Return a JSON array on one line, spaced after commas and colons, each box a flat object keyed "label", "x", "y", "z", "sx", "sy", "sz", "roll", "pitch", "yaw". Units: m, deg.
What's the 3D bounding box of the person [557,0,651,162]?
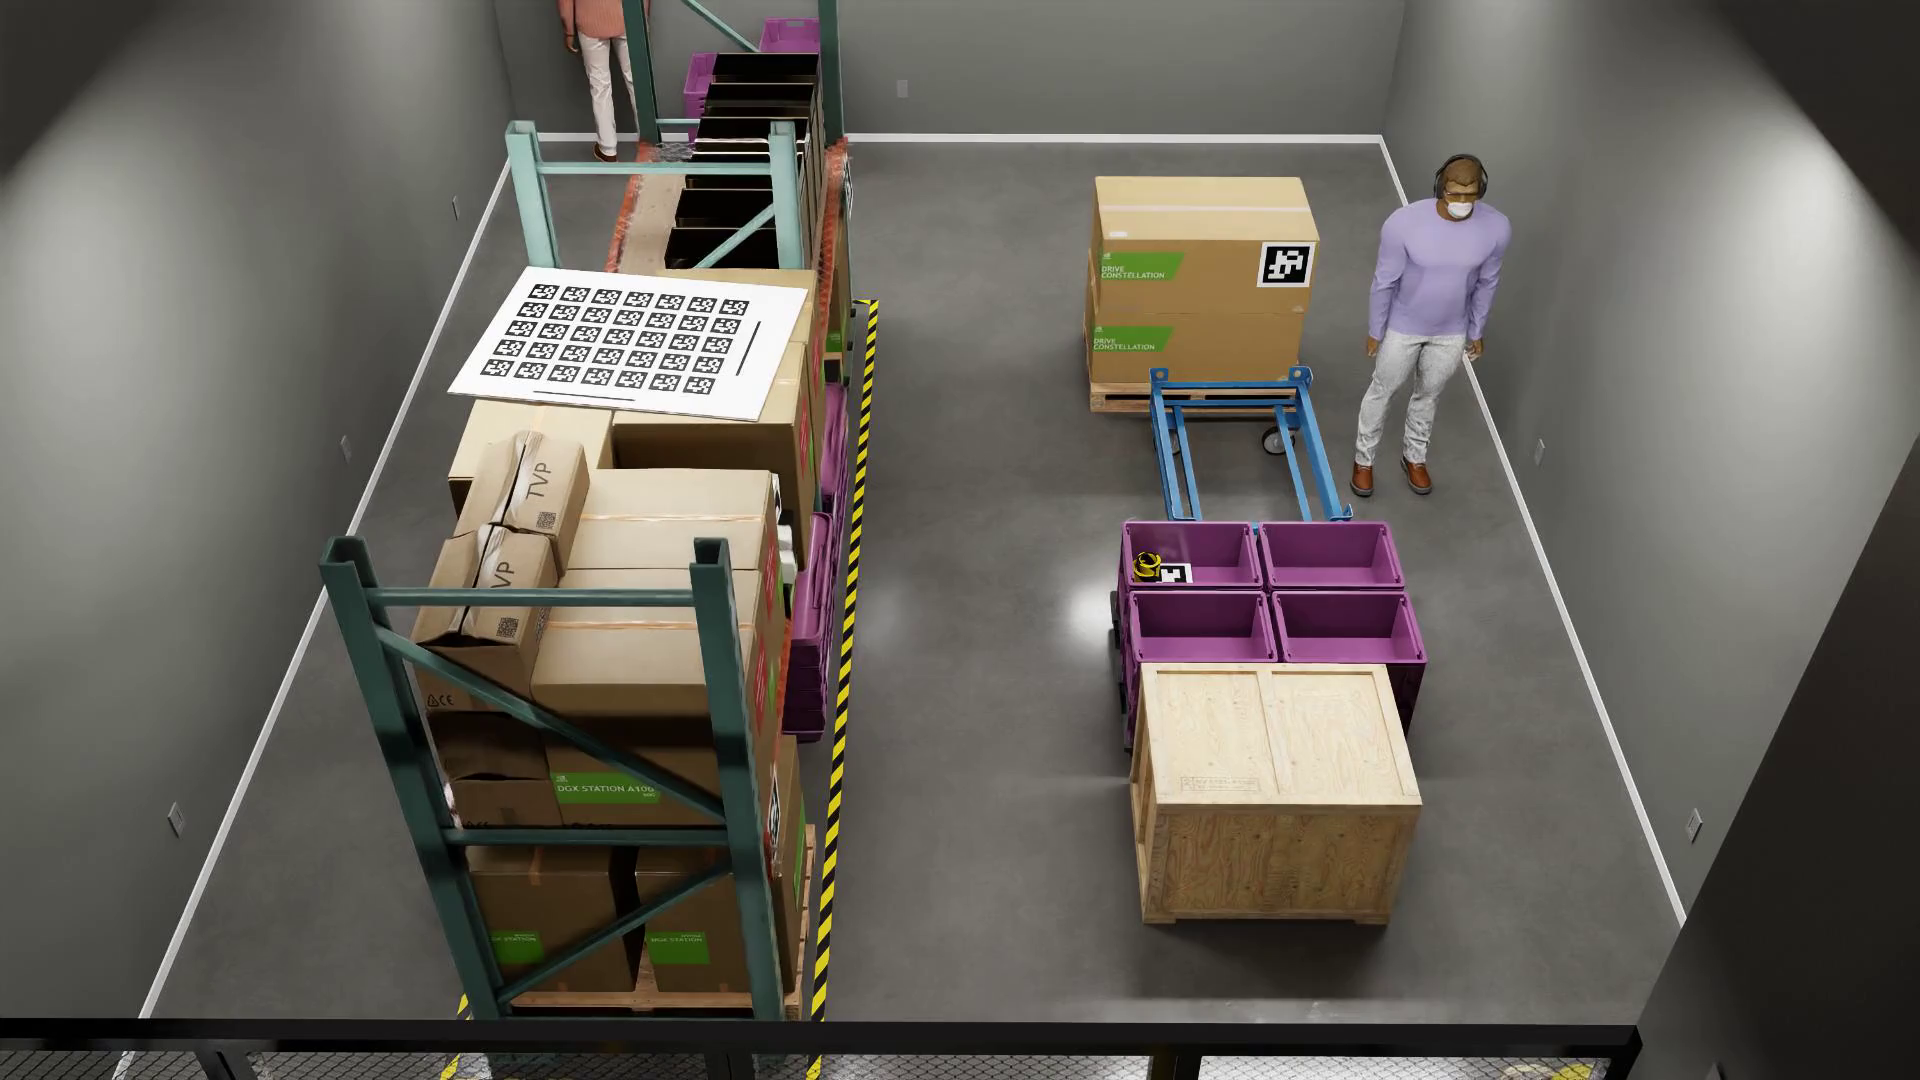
[{"label": "person", "x": -2.334, "y": -3.422, "z": 10.974, "sx": 0.608, "sy": 1.995, "sz": 0.377, "roll": -16, "pitch": 44, "yaw": -17}]

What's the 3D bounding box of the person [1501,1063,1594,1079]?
[{"label": "person", "x": 1.618, "y": 2.066, "z": 4.836, "sx": 0.403, "sy": 1.832, "sz": 0.594, "roll": 6, "pitch": 42, "yaw": 7}]

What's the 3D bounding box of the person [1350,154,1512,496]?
[{"label": "person", "x": 2.337, "y": -1.061, "z": 8.323, "sx": 0.629, "sy": 1.940, "sz": 0.379, "roll": 0, "pitch": 41, "yaw": 0}]
